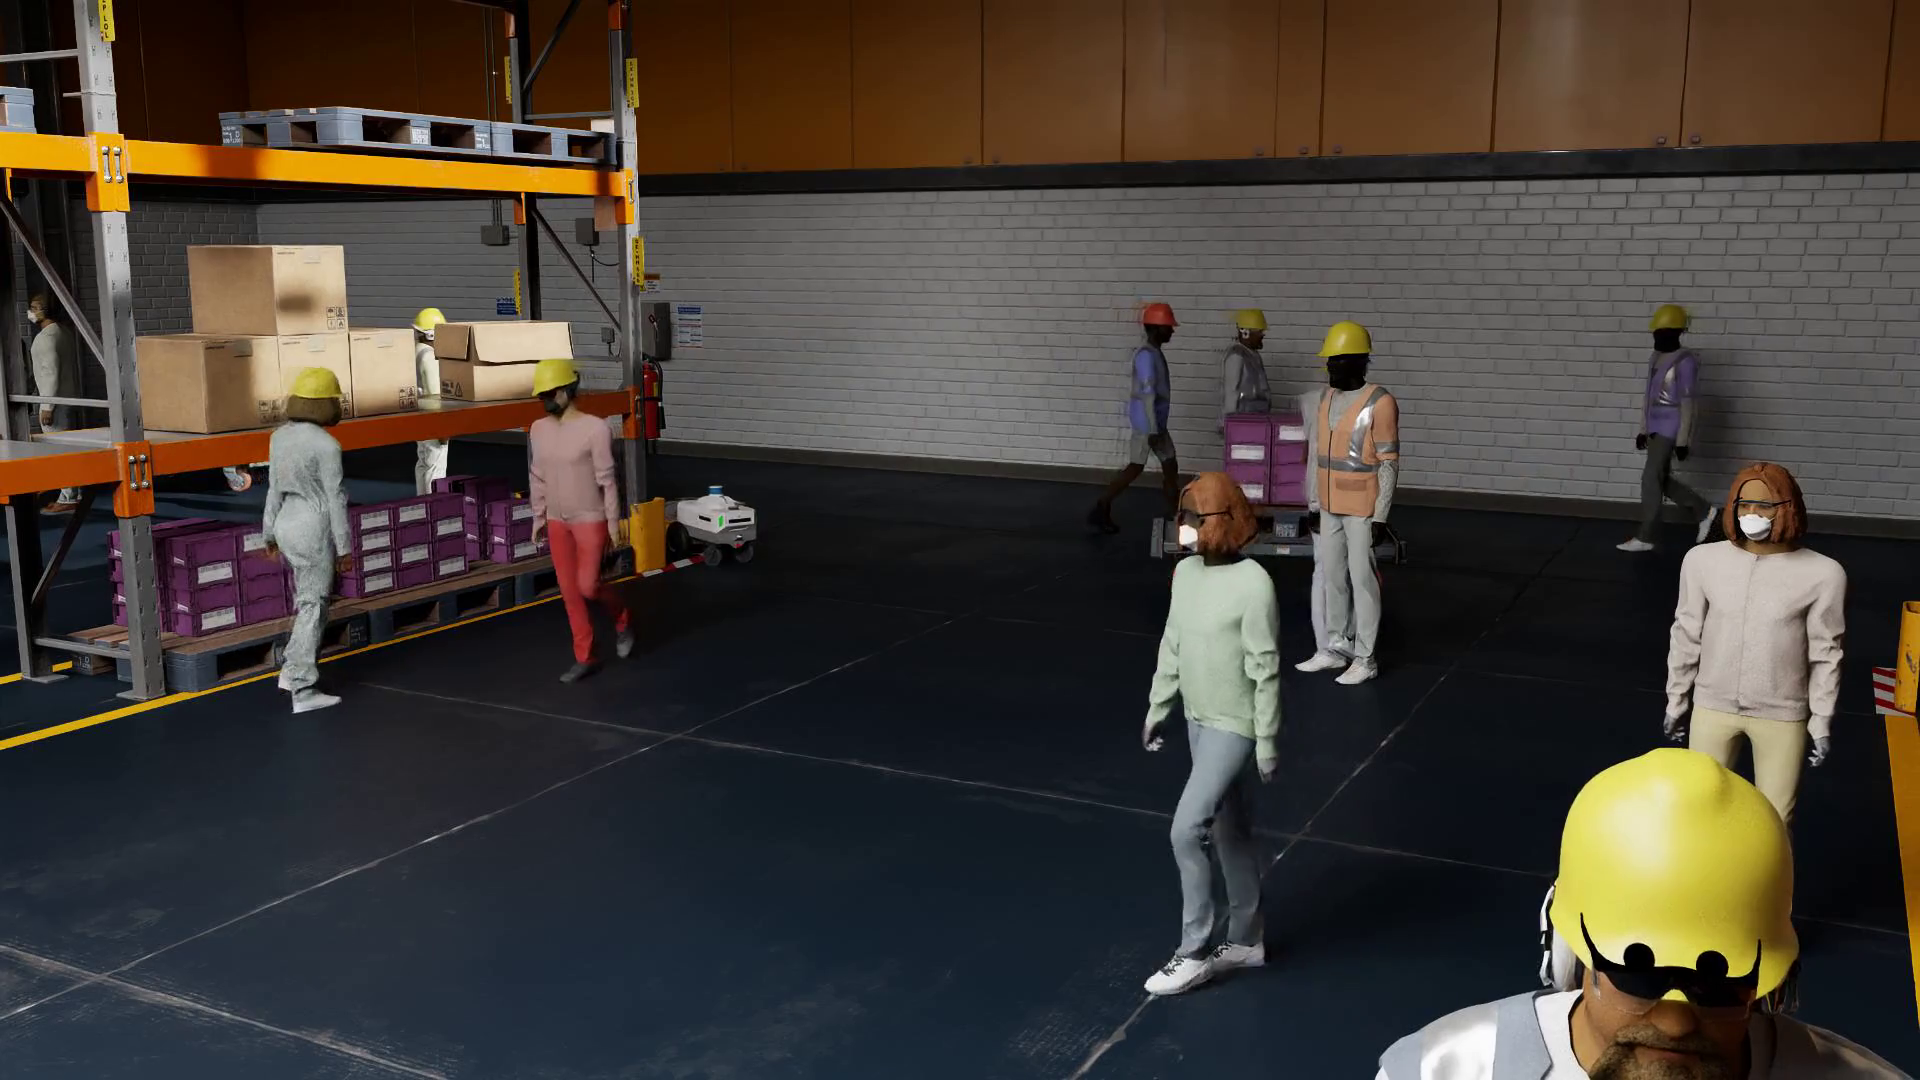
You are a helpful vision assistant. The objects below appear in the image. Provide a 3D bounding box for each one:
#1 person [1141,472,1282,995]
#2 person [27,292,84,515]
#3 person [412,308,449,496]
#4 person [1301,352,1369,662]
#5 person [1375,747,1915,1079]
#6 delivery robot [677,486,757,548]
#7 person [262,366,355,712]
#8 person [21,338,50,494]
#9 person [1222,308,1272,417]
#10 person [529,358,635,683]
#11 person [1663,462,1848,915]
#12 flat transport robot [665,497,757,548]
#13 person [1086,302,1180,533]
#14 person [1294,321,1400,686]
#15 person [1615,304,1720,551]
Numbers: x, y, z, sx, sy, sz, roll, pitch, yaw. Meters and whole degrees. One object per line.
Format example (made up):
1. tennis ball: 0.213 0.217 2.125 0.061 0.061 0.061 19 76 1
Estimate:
1. person: 0.724 0.595 5.153 0.617 1.607 0.518 -4 10 -20
2. person: -7.923 -1.193 14.574 0.363 1.939 0.636 -3 10 -15
3. person: -4.326 -0.985 13.680 0.404 1.830 0.599 -7 12 -34
4. person: 2.090 -0.206 9.150 0.489 1.843 0.487 8 12 37
5. person: 0.684 1.089 1.711 0.587 1.824 0.403 2 10 14
6. delivery robot: -1.802 -0.160 12.328 0.477 0.478 0.707 -7 12 -36
7. person: -3.232 0.002 8.292 0.511 1.719 0.433 7 12 35
8. person: -8.972 -1.343 15.725 0.619 1.845 0.430 6 11 30
9. person: 2.511 -1.041 14.048 0.579 1.809 0.611 4 11 21
10. person: -2.025 -0.109 8.894 0.529 1.739 0.505 4 11 24
11. person: 2.508 0.562 5.296 0.507 1.632 0.275 8 12 37
12. flat transport robot: -2.160 -0.149 13.354 0.652 0.197 1.431 2 10 10
13. person: 1.484 -0.963 13.384 0.964 1.899 0.559 3 10 18
14. person: 2.047 -0.193 8.820 0.382 1.924 0.594 -5 11 -27
15. person: 5.468 -0.852 12.720 0.770 1.902 0.598 0 10 1
